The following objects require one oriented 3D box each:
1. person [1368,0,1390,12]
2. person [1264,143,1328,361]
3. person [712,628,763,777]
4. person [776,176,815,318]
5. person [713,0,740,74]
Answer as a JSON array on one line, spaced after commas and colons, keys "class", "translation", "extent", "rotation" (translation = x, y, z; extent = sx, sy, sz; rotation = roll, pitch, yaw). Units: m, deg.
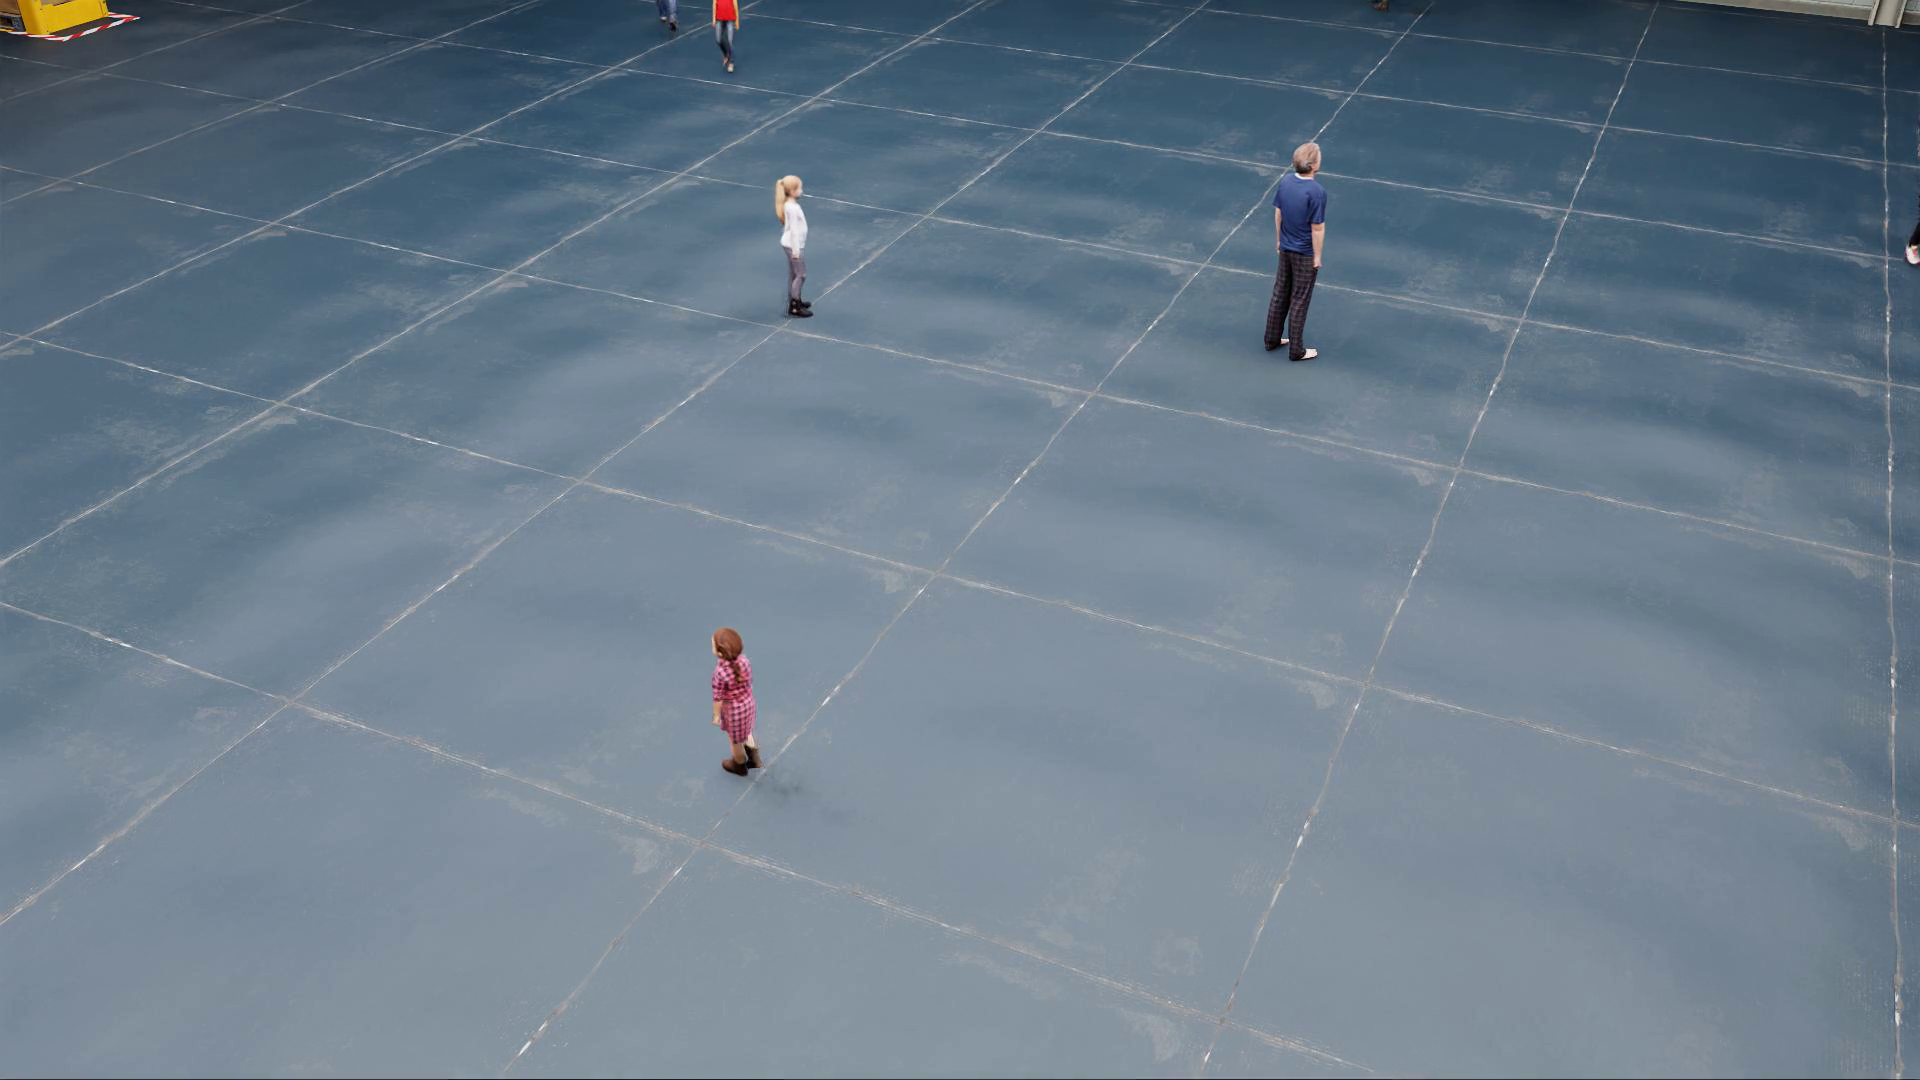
[{"class": "person", "translation": [6.124, -8.339, 23.586], "extent": [0.648, 1.624, 0.666], "rotation": [19, 37, 27]}, {"class": "person", "translation": [2.842, -2.429, 13.985], "extent": [0.798, 1.872, 0.660], "rotation": [-22, 38, -31]}, {"class": "person", "translation": [-1.245, 0.942, 9.441], "extent": [0.524, 1.019, 0.476], "rotation": [21, 38, 29]}, {"class": "person", "translation": [-1.506, -2.633, 14.866], "extent": [0.630, 1.277, 0.588], "rotation": [-6, 33, -9]}, {"class": "person", "translation": [-2.979, -6.658, 21.220], "extent": [0.582, 1.305, 0.645], "rotation": [2, 32, 4]}]
